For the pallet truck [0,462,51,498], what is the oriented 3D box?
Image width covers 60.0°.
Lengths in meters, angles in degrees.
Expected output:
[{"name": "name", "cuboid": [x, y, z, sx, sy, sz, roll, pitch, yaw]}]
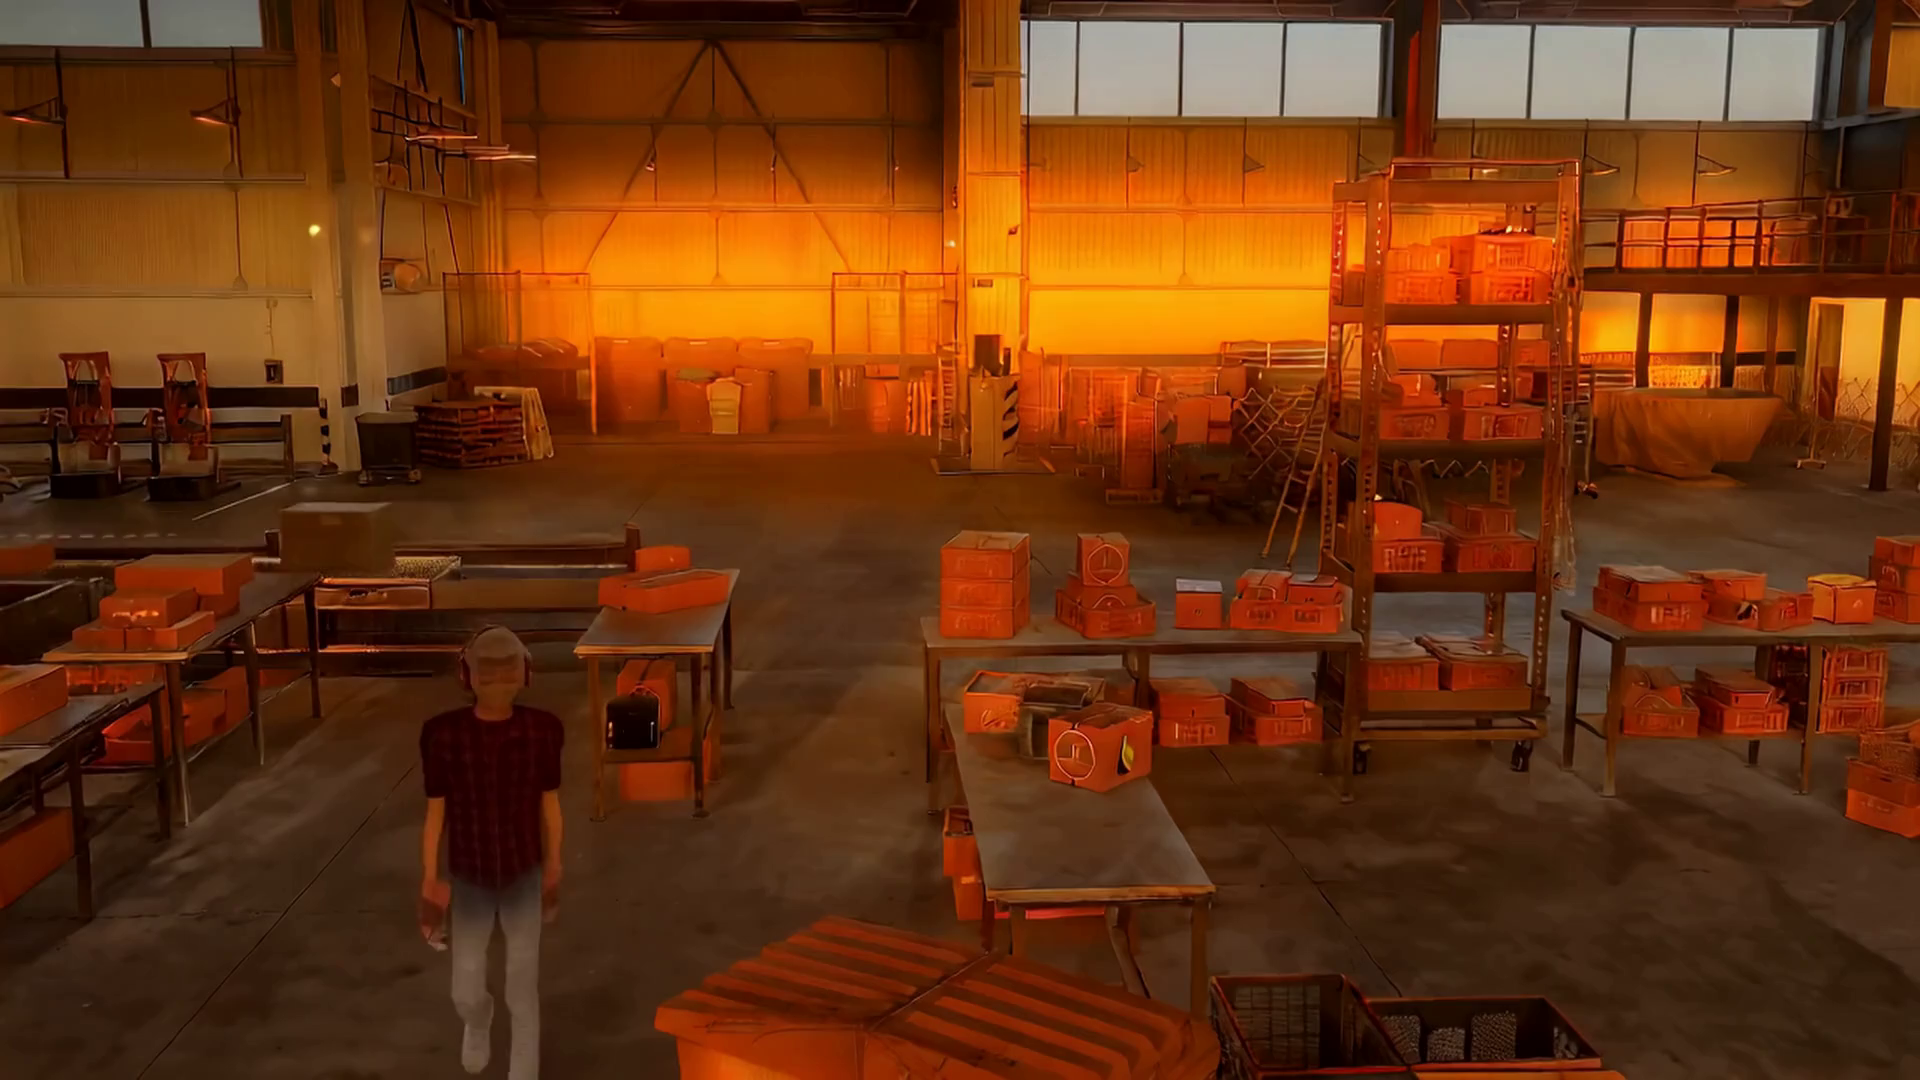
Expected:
[{"name": "pallet truck", "cuboid": [-13.193, -1.293, 23.148, 0.653, 1.274, 1.630, -1, 9, -4]}]

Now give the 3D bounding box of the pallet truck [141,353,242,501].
[{"name": "pallet truck", "cuboid": [-10.520, -1.604, 22.925, 0.823, 1.965, 1.885, -1, 9, -6]}]

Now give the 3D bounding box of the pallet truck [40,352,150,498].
[{"name": "pallet truck", "cuboid": [-11.907, -1.642, 23.165, 0.823, 1.965, 1.885, 0, 9, 0]}]

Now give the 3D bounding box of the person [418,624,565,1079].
[{"name": "person", "cuboid": [-1.647, 1.186, 5.868, 0.526, 1.854, 0.675, -3, 9, -17]}]
